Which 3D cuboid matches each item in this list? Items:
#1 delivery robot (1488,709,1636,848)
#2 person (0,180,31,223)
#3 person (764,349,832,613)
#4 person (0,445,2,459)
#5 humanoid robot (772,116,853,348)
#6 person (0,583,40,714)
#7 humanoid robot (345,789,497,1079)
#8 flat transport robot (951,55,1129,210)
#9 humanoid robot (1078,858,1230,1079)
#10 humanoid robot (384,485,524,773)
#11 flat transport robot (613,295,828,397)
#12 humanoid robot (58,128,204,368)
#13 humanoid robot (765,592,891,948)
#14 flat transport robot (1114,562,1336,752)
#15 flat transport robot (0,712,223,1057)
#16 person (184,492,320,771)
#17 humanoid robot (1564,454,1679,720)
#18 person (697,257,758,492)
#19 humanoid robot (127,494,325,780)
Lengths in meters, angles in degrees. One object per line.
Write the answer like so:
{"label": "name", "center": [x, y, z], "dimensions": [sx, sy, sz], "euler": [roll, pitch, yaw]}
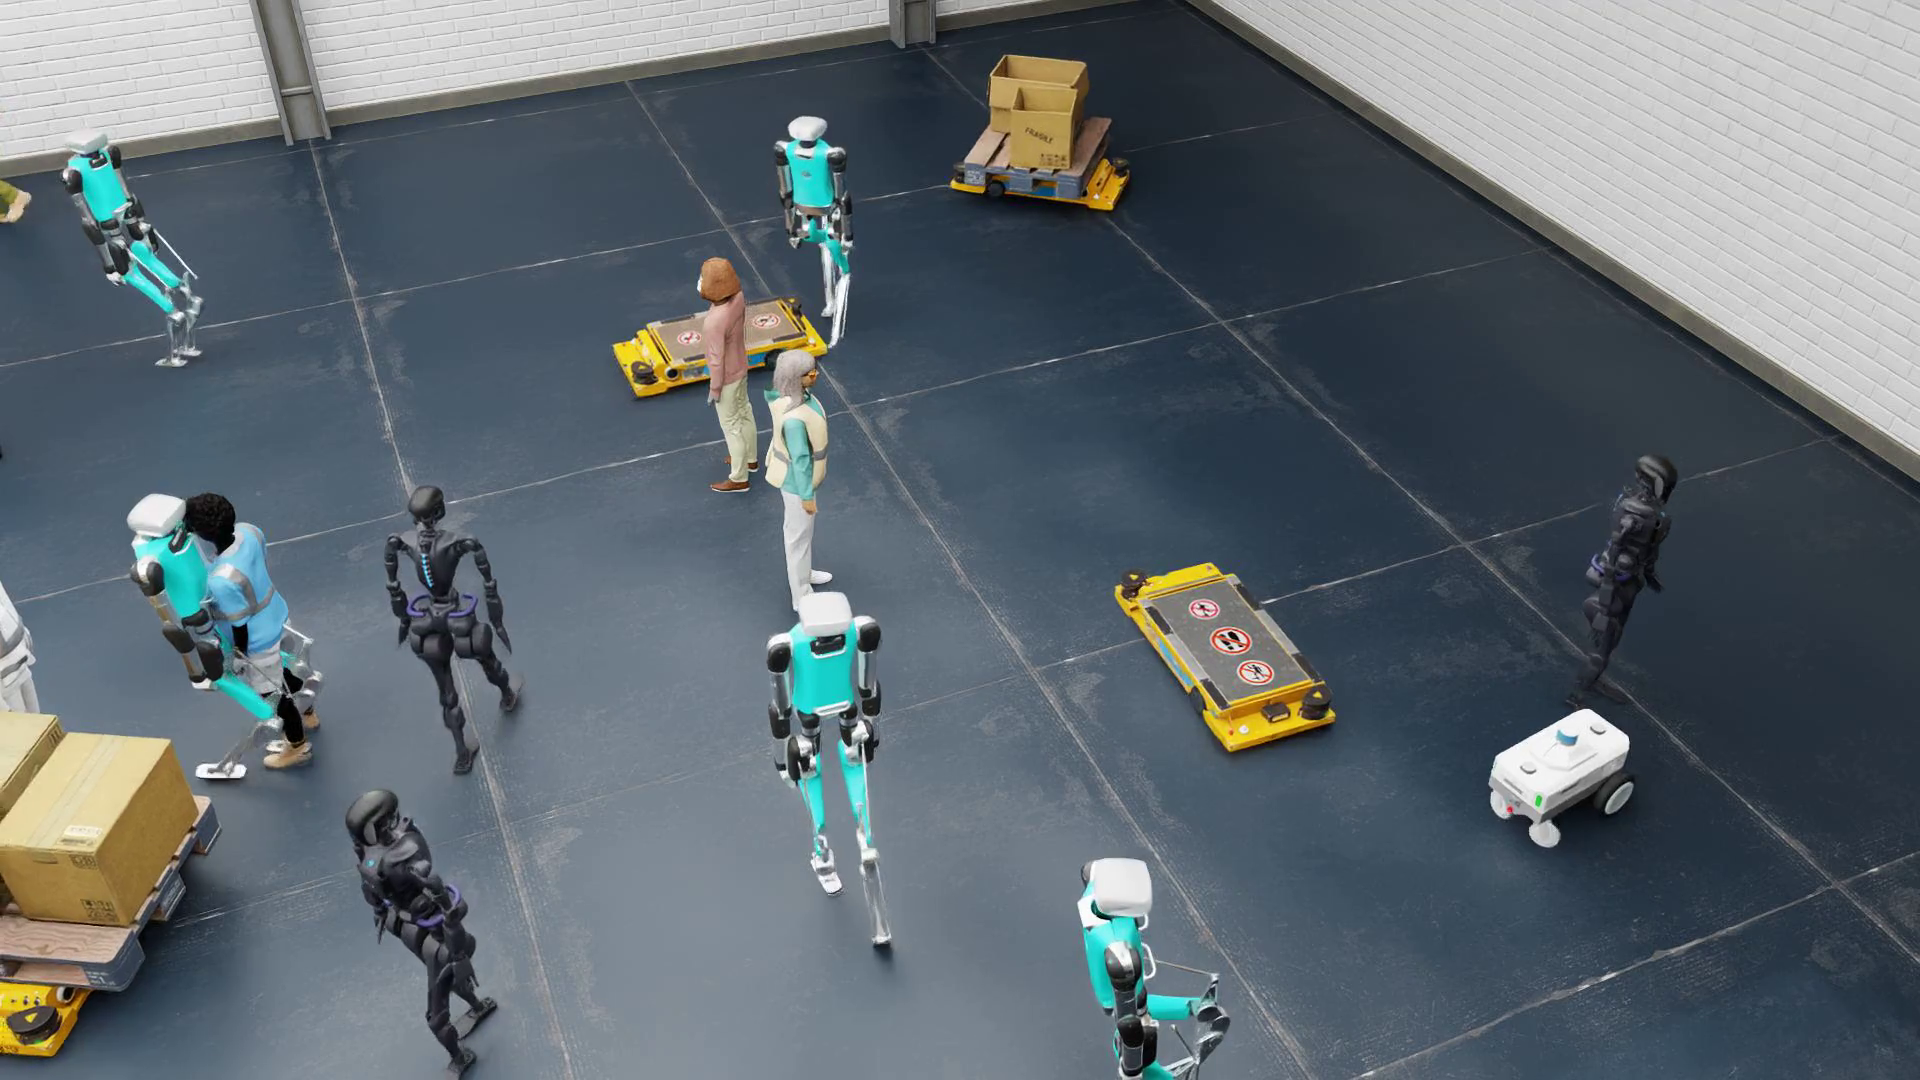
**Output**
{"label": "delivery robot", "center": [3.077, 1.173, 8.515], "dimensions": [0.771, 0.599, 0.502], "euler": [-22, 42, -26]}
{"label": "person", "center": [-8.020, -3.367, 13.376], "dimensions": [0.474, 1.825, 0.526], "euler": [-10, 39, -13]}
{"label": "person", "center": [-0.924, -0.334, 9.525], "dimensions": [0.370, 1.709, 0.463], "euler": [-4, 38, -5]}
{"label": "person", "center": [-6.647, -1.281, 10.572], "dimensions": [0.357, 1.939, 0.542], "euler": [30, 46, 33]}
{"label": "humanoid robot", "center": [-0.968, -2.328, 12.104], "dimensions": [0.531, 1.764, 0.784], "euler": [9, 39, 12]}
{"label": "person", "center": [-4.659, 0.648, 8.107], "dimensions": [0.355, 1.881, 0.574], "euler": [-10, 39, -13]}
{"label": "humanoid robot", "center": [-2.270, 1.627, 7.007], "dimensions": [0.609, 1.639, 0.496], "euler": [22, 42, 26]}
{"label": "flat transport robot", "center": [0.699, -3.158, 14.384], "dimensions": [1.431, 0.231, 0.659], "euler": [10, 39, 13]}
{"label": "humanoid robot", "center": [0.787, 1.876, 6.627], "dimensions": [1.025, 1.730, 0.552], "euler": [-5, 38, -7]}
{"label": "humanoid robot", "center": [-2.641, 0.390, 8.630], "dimensions": [0.596, 1.637, 0.704], "euler": [1, 38, 1]}
{"label": "flat transport robot", "center": [-1.750, -1.425, 12.129], "dimensions": [1.431, 0.231, 0.659], "euler": [-15, 40, -19]}
{"label": "humanoid robot", "center": [-5.696, -2.008, 11.661], "dimensions": [0.715, 1.762, 0.533], "euler": [8, 38, 10]}
{"label": "humanoid robot", "center": [-0.511, 1.152, 7.622], "dimensions": [0.553, 1.856, 0.838], "euler": [-14, 40, -17]}
{"label": "flat transport robot", "center": [1.485, 0.608, 9.482], "dimensions": [0.659, 0.231, 1.431], "euler": [-14, 40, -17]}
{"label": "flat transport robot", "center": [-4.290, 1.791, 7.943], "dimensions": [0.659, 0.231, 1.431], "euler": [3, 38, 4]}
{"label": "person", "center": [-3.605, 0.459, 8.504], "dimensions": [0.321, 1.694, 0.529], "euler": [-2, 38, -3]}
{"label": "humanoid robot", "center": [3.521, 0.241, 8.806], "dimensions": [0.357, 1.653, 0.600], "euler": [30, 47, 33]}
{"label": "person", "center": [-1.474, -1.048, 10.512], "dimensions": [0.277, 1.636, 0.506], "euler": [8, 38, 10]}
{"label": "humanoid robot", "center": [-3.606, 0.533, 8.382], "dimensions": [0.810, 1.784, 0.555], "euler": [0, 38, 0]}
